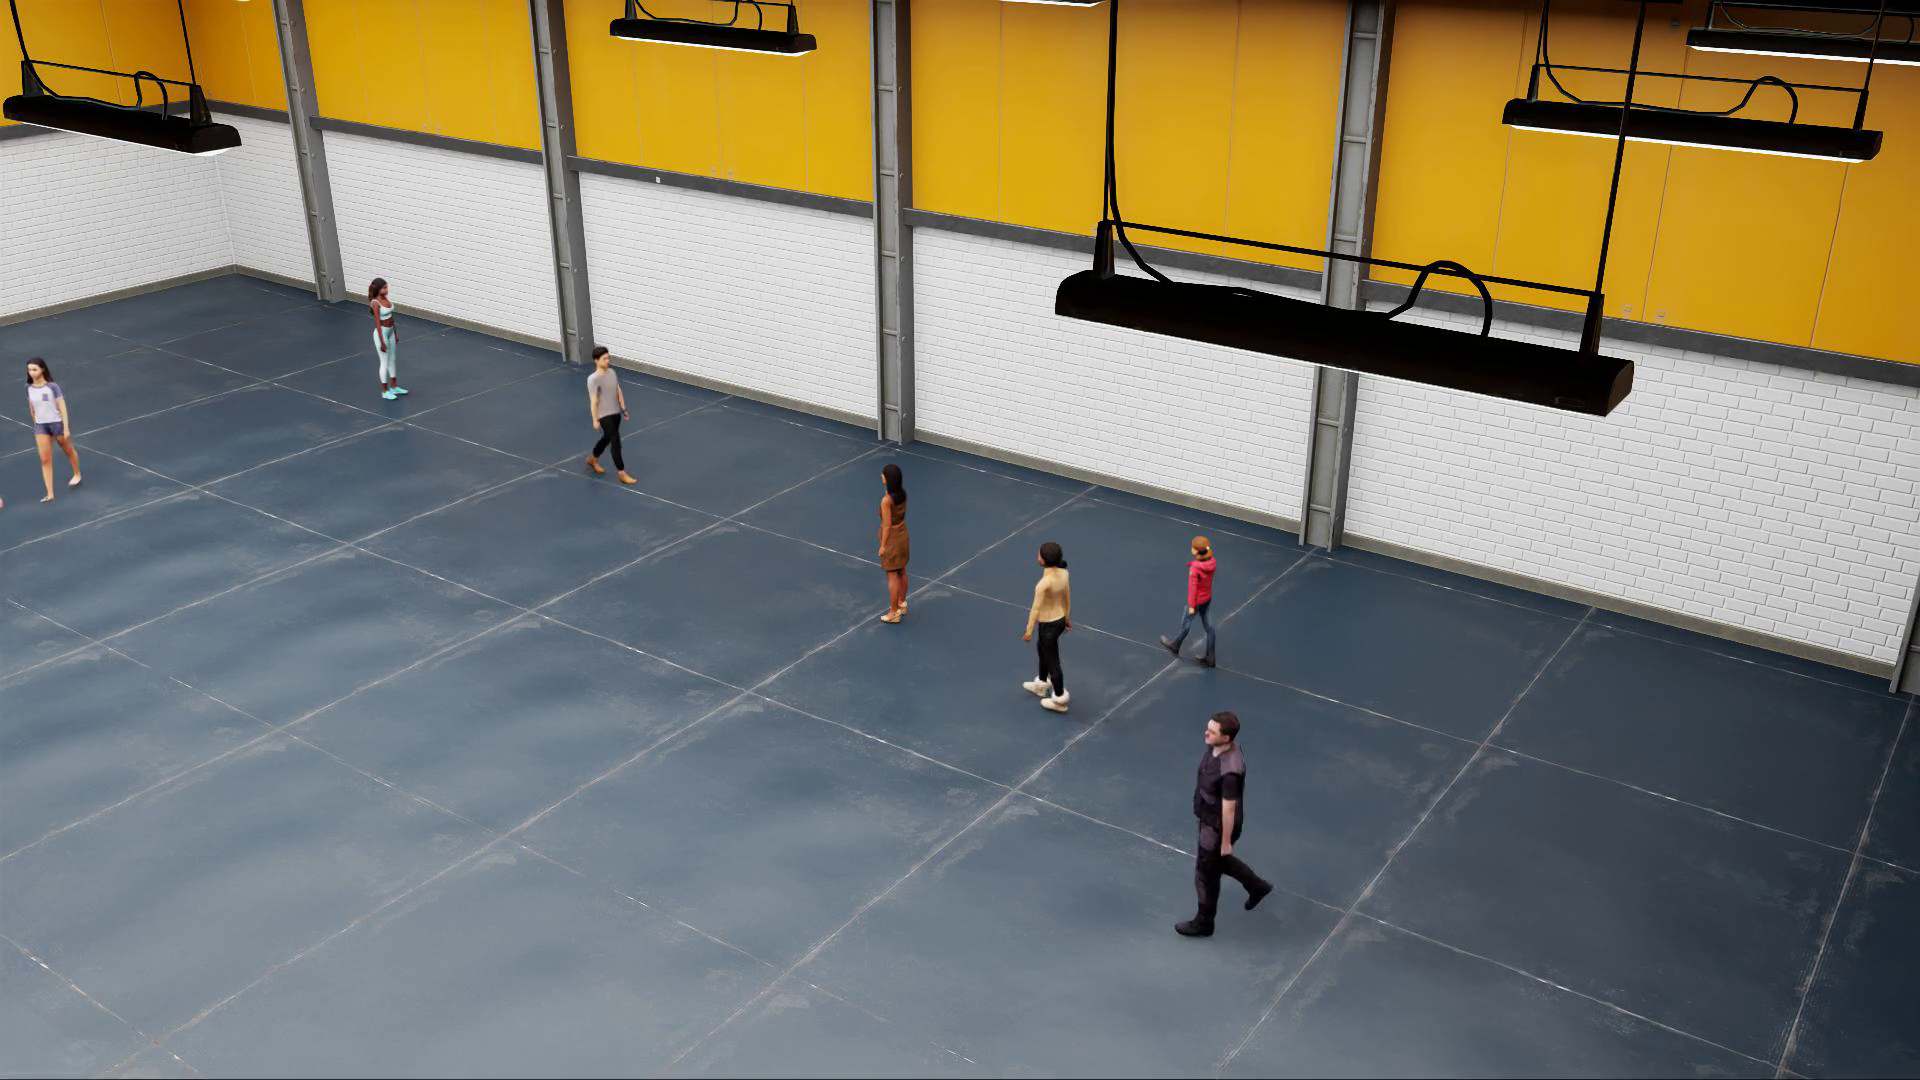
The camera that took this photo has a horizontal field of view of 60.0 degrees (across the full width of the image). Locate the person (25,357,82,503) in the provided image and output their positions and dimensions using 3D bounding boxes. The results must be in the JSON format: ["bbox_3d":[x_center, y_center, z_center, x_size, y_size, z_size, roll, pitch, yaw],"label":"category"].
[{"bbox_3d":[-10.832,-1.361,19.923,1.125,1.678,1.118,-2,24,-4],"label":"person"}]

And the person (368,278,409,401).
[{"bbox_3d":[-8.026,-2.826,23.219,0.650,1.723,0.644,5,24,11],"label":"person"}]

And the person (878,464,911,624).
[{"bbox_3d":[-0.666,0.024,16.738,0.576,1.690,0.603,9,25,20],"label":"person"}]

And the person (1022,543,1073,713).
[{"bbox_3d":[0.892,0.803,15.011,0.787,1.647,0.629,16,28,33],"label":"person"}]

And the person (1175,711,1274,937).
[{"bbox_3d":[1.944,2.039,11.958,1.100,1.828,0.988,0,24,1],"label":"person"}]

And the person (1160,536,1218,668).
[{"bbox_3d":[2.349,0.608,15.901,0.647,1.291,0.888,-21,31,-39],"label":"person"}]

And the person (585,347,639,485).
[{"bbox_3d":[-4.363,-1.549,20.336,1.138,1.692,0.720,12,26,25],"label":"person"}]
